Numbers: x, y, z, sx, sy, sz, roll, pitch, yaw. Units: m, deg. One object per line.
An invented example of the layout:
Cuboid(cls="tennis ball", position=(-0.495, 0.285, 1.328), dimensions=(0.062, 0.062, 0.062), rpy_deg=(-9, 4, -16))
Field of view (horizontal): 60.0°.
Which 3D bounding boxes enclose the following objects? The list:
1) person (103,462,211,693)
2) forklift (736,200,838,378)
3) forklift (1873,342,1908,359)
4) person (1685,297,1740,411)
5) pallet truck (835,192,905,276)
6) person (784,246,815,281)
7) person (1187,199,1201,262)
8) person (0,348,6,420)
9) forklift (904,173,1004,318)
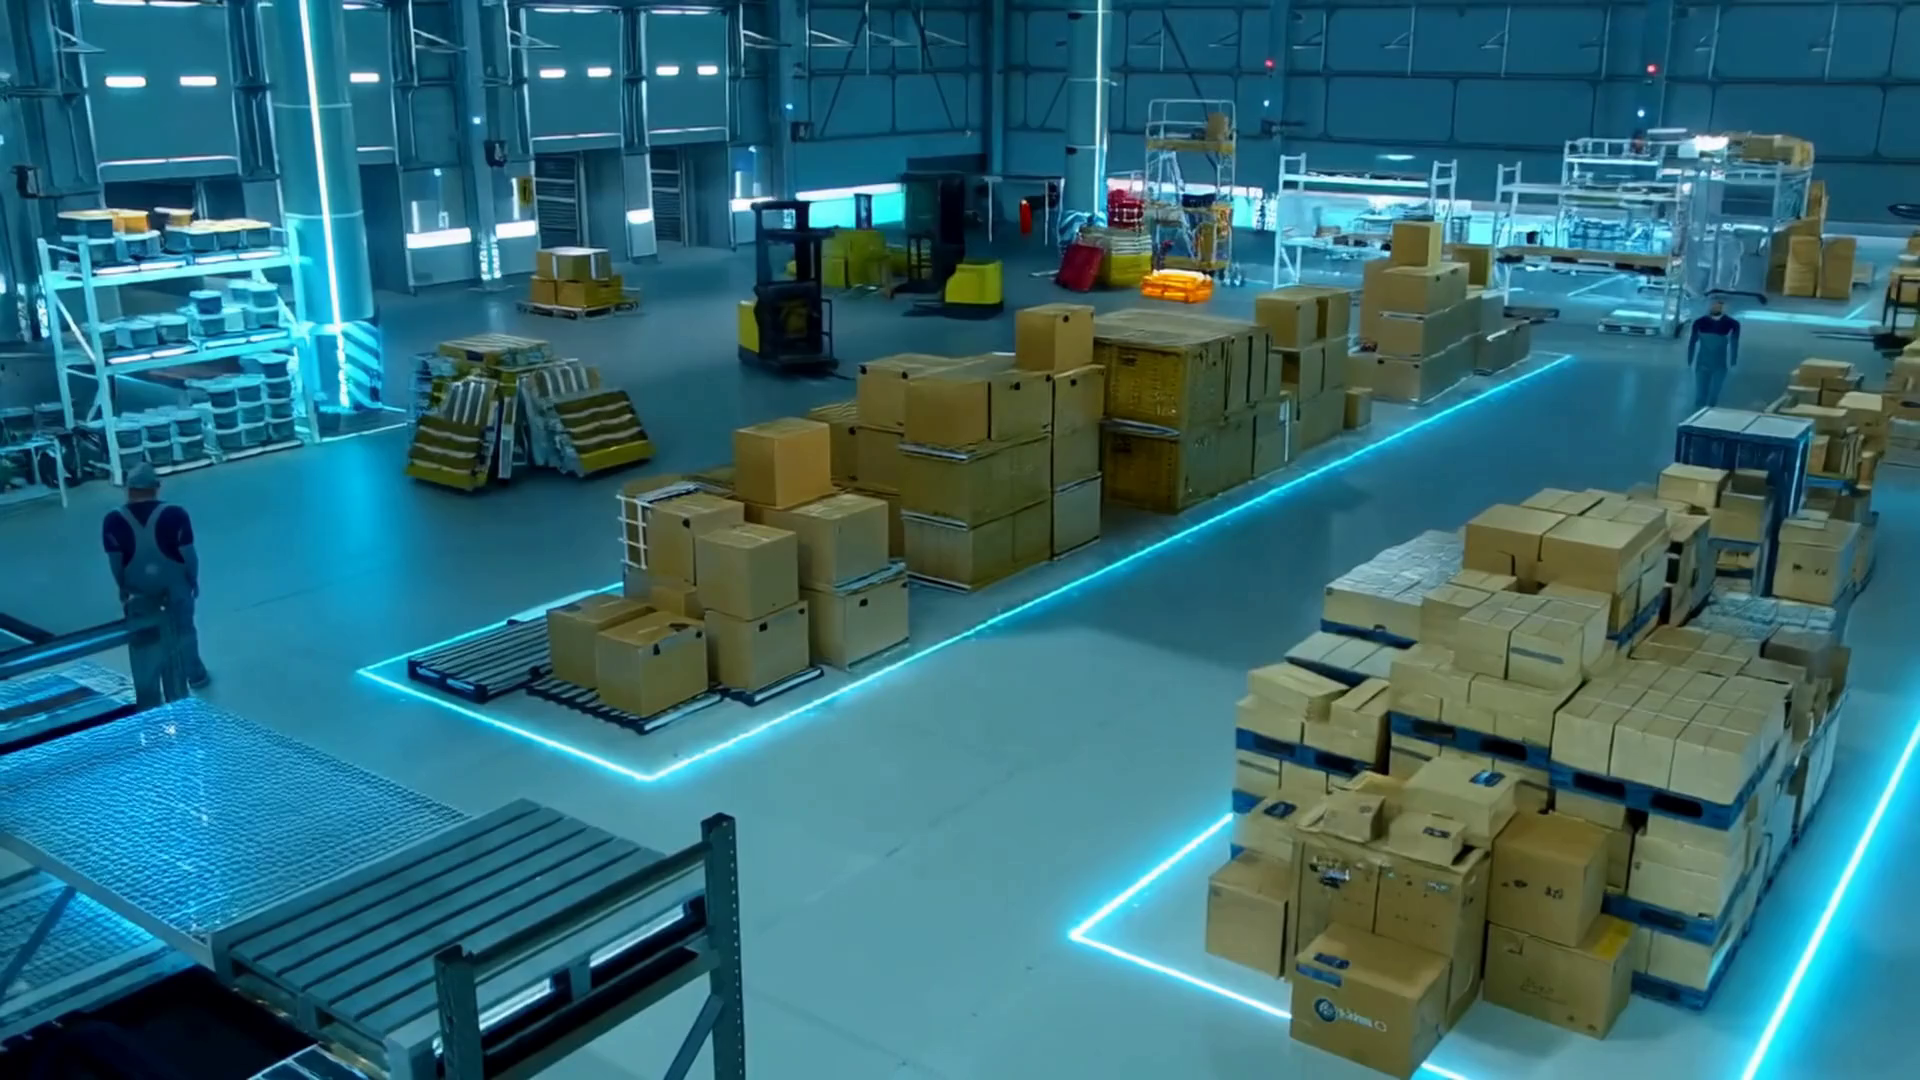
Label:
Cuboid(cls="person", position=(-6.807, 0.327, 14.122), dimensions=(0.674, 2.000, 0.535), rpy_deg=(-5, 17, -15))
Cuboid(cls="forklift", position=(-2.985, -4.289, 27.977), dimensions=(1.129, 2.768, 1.873), rpy_deg=(-9, 19, -28))
Cuboid(cls="forklift", position=(17.180, -4.546, 28.826), dimensions=(1.873, 2.768, 1.129), rpy_deg=(6, 18, 20))
Cuboid(cls="person", position=(10.670, -2.496, 23.670), dimensions=(0.661, 1.920, 0.581), rpy_deg=(11, 20, 32))
Cuboid(cls="pallet truck", position=(-1.936, -7.159, 38.982), dimensions=(1.885, 1.965, 0.823), rpy_deg=(-12, 21, -34))
Cuboid(cls="person", position=(-2.843, -4.309, 29.672), dimensions=(0.634, 1.930, 0.384), rpy_deg=(-10, 19, -29))
Cuboid(cls="person", position=(5.678, -7.461, 40.529), dimensions=(0.340, 1.685, 0.550), rpy_deg=(0, 17, -1))
Cuboid(cls="person", position=(-14.200, -2.644, 24.186), dimensions=(0.632, 1.902, 0.415), rpy_deg=(0, 17, 1))
Cuboid(cls="forklift", position=(-0.098, -5.952, 33.483), dimensions=(1.873, 2.768, 1.129), rpy_deg=(3, 17, 10))
